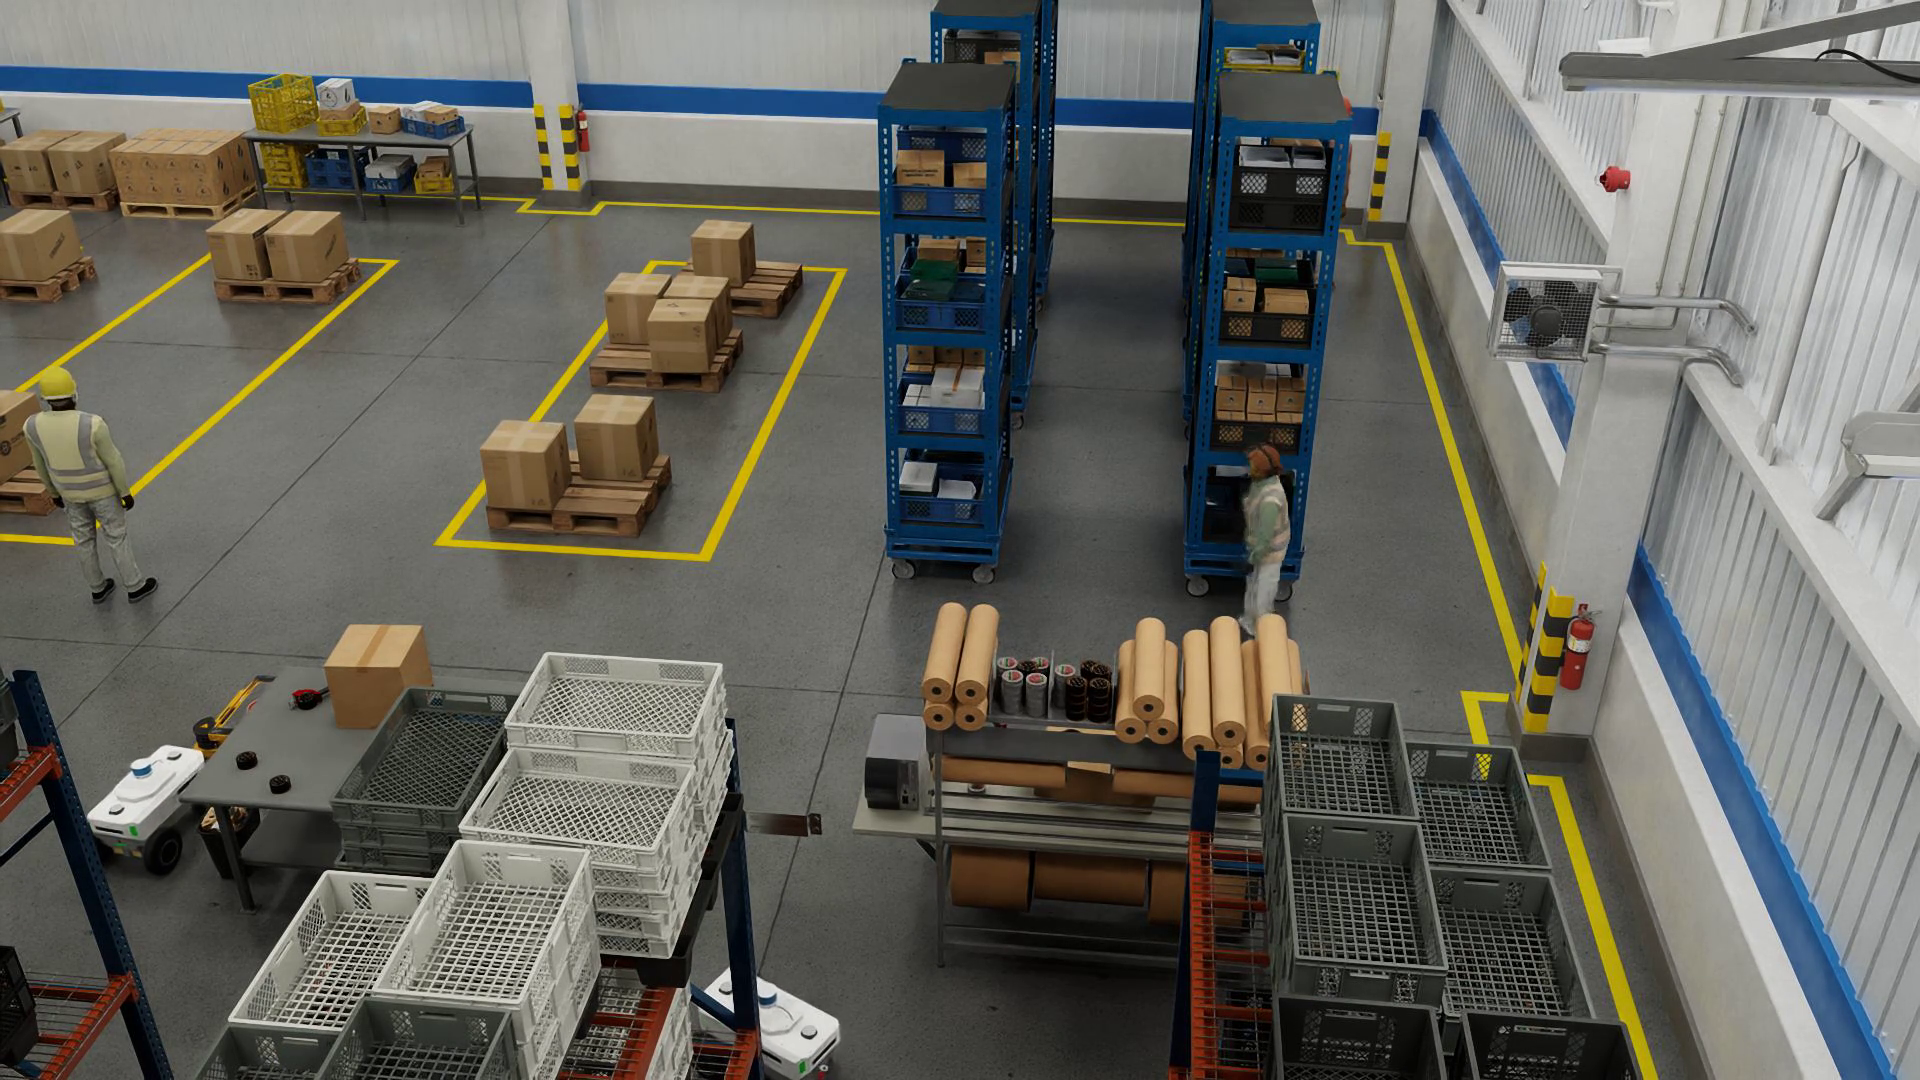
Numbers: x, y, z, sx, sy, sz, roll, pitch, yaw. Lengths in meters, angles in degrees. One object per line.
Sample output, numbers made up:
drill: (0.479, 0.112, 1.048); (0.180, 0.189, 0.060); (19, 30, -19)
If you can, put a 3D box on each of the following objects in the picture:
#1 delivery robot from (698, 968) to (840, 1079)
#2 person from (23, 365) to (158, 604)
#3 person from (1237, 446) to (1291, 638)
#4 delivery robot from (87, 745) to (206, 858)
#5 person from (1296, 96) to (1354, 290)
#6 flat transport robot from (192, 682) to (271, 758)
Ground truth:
delivery robot: (-0.937, 2.387, 8.176); (0.707, 0.478, 0.477); (19, 35, 29)
person: (-6.154, -0.382, 11.755); (0.600, 1.836, 0.404); (0, 30, 1)
person: (2.031, 0.065, 11.210); (0.344, 1.612, 0.767); (0, 30, 0)
delivery robot: (-4.724, 1.496, 9.707); (0.477, 0.478, 0.707); (7, 31, 12)
person: (3.763, -3.559, 17.082); (0.432, 1.981, 0.632); (-15, 34, -25)
flat transport robot: (-4.089, 1.163, 10.648); (1.431, 0.197, 0.652); (3, 30, 6)
